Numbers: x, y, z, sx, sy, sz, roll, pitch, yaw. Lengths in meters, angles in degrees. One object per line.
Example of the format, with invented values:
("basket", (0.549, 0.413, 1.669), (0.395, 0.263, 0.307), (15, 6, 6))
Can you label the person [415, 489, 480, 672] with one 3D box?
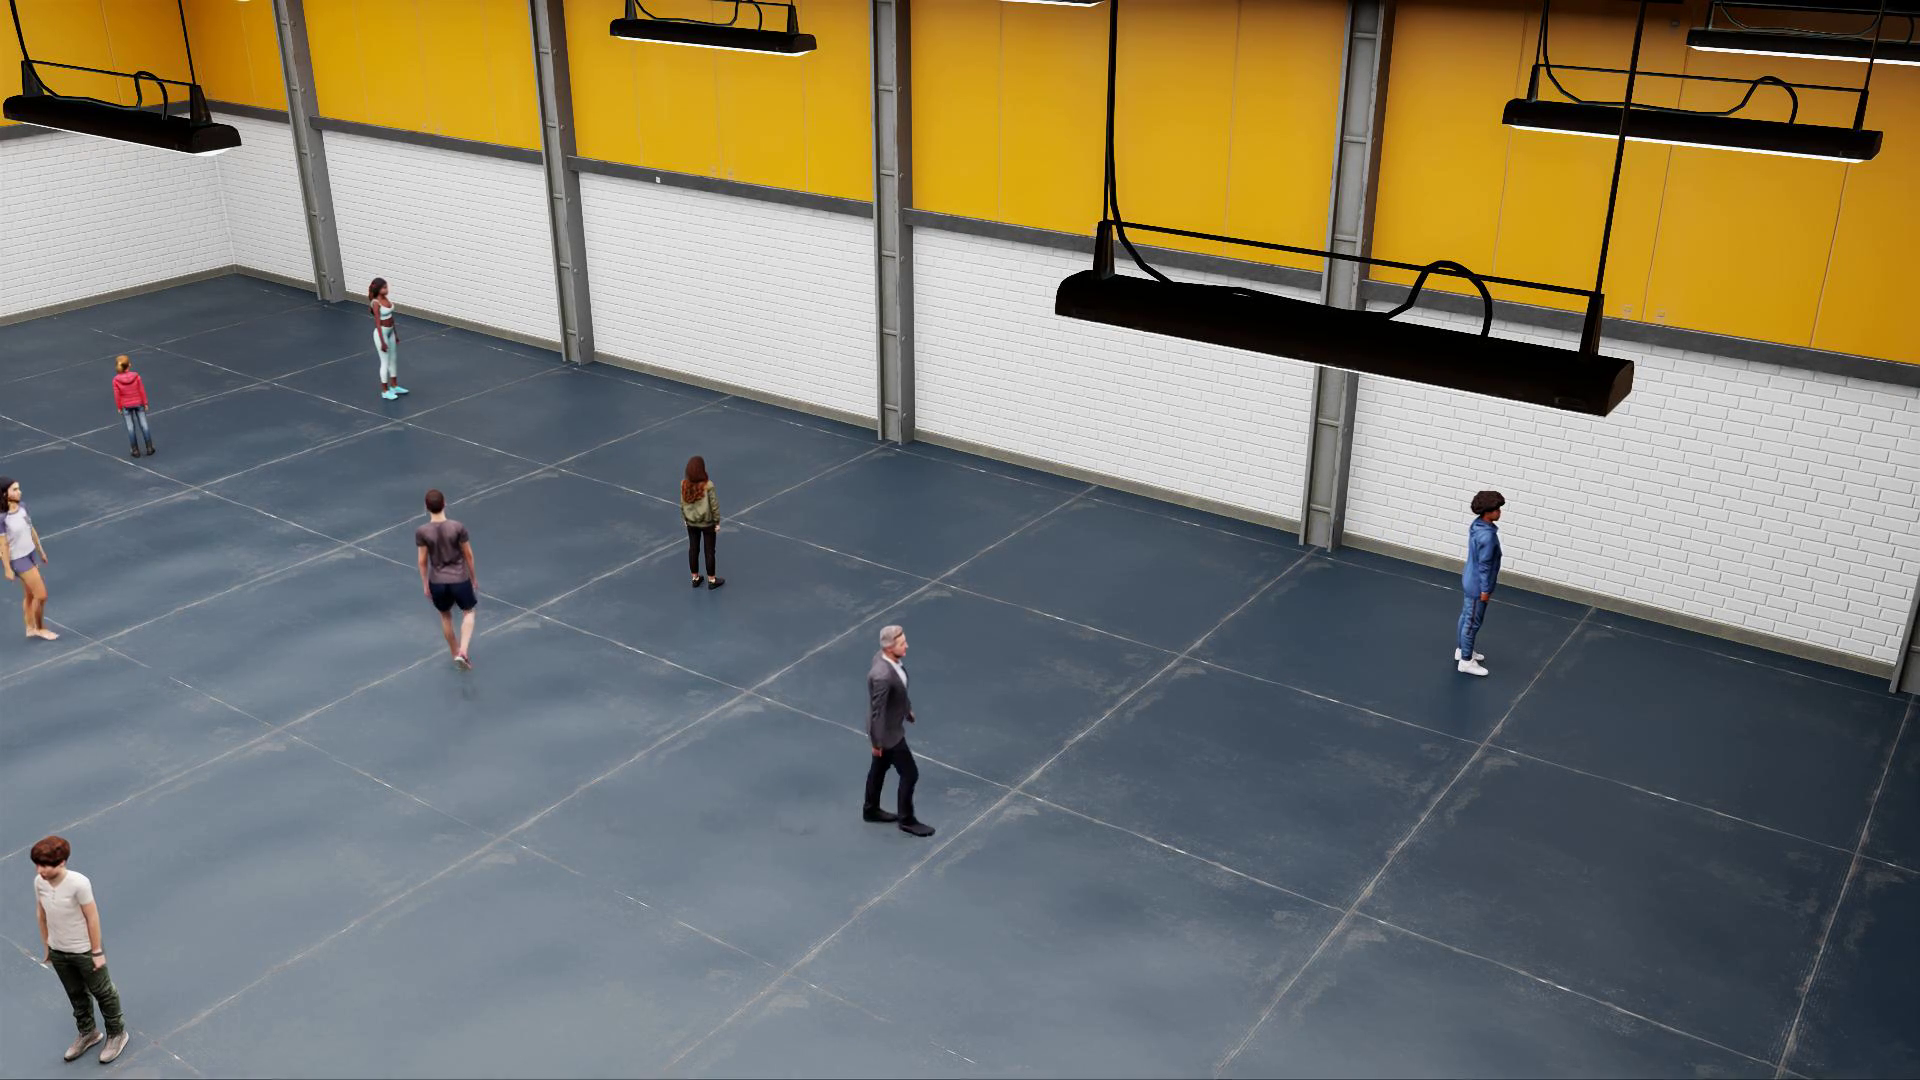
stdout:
("person", (-4.796, 0.426, 15.630), (0.937, 1.842, 1.006), (-5, 24, -12))

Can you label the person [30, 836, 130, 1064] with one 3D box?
("person", (-5.740, 2.637, 10.806), (0.600, 1.655, 0.708), (4, 24, 8))

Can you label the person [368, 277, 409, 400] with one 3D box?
("person", (-8.027, -2.826, 23.224), (0.650, 1.719, 0.647), (4, 24, 8))

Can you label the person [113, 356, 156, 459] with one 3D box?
("person", (-10.530, -1.706, 21.166), (0.586, 1.314, 0.606), (-13, 27, -28))

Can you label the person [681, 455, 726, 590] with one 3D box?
("person", (-2.729, -0.195, 17.507), (0.542, 1.476, 0.693), (8, 25, 17))

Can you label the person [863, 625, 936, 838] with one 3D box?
("person", (-0.653, 1.491, 13.226), (1.027, 1.817, 0.963), (0, 24, -1))

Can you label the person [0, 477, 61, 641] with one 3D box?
("person", (-9.273, 0.201, 16.300), (0.774, 1.717, 0.728), (1, 24, 1))

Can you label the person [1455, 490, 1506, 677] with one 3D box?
("person", (4.922, 0.379, 15.777), (0.737, 1.811, 0.757), (4, 24, 9))
